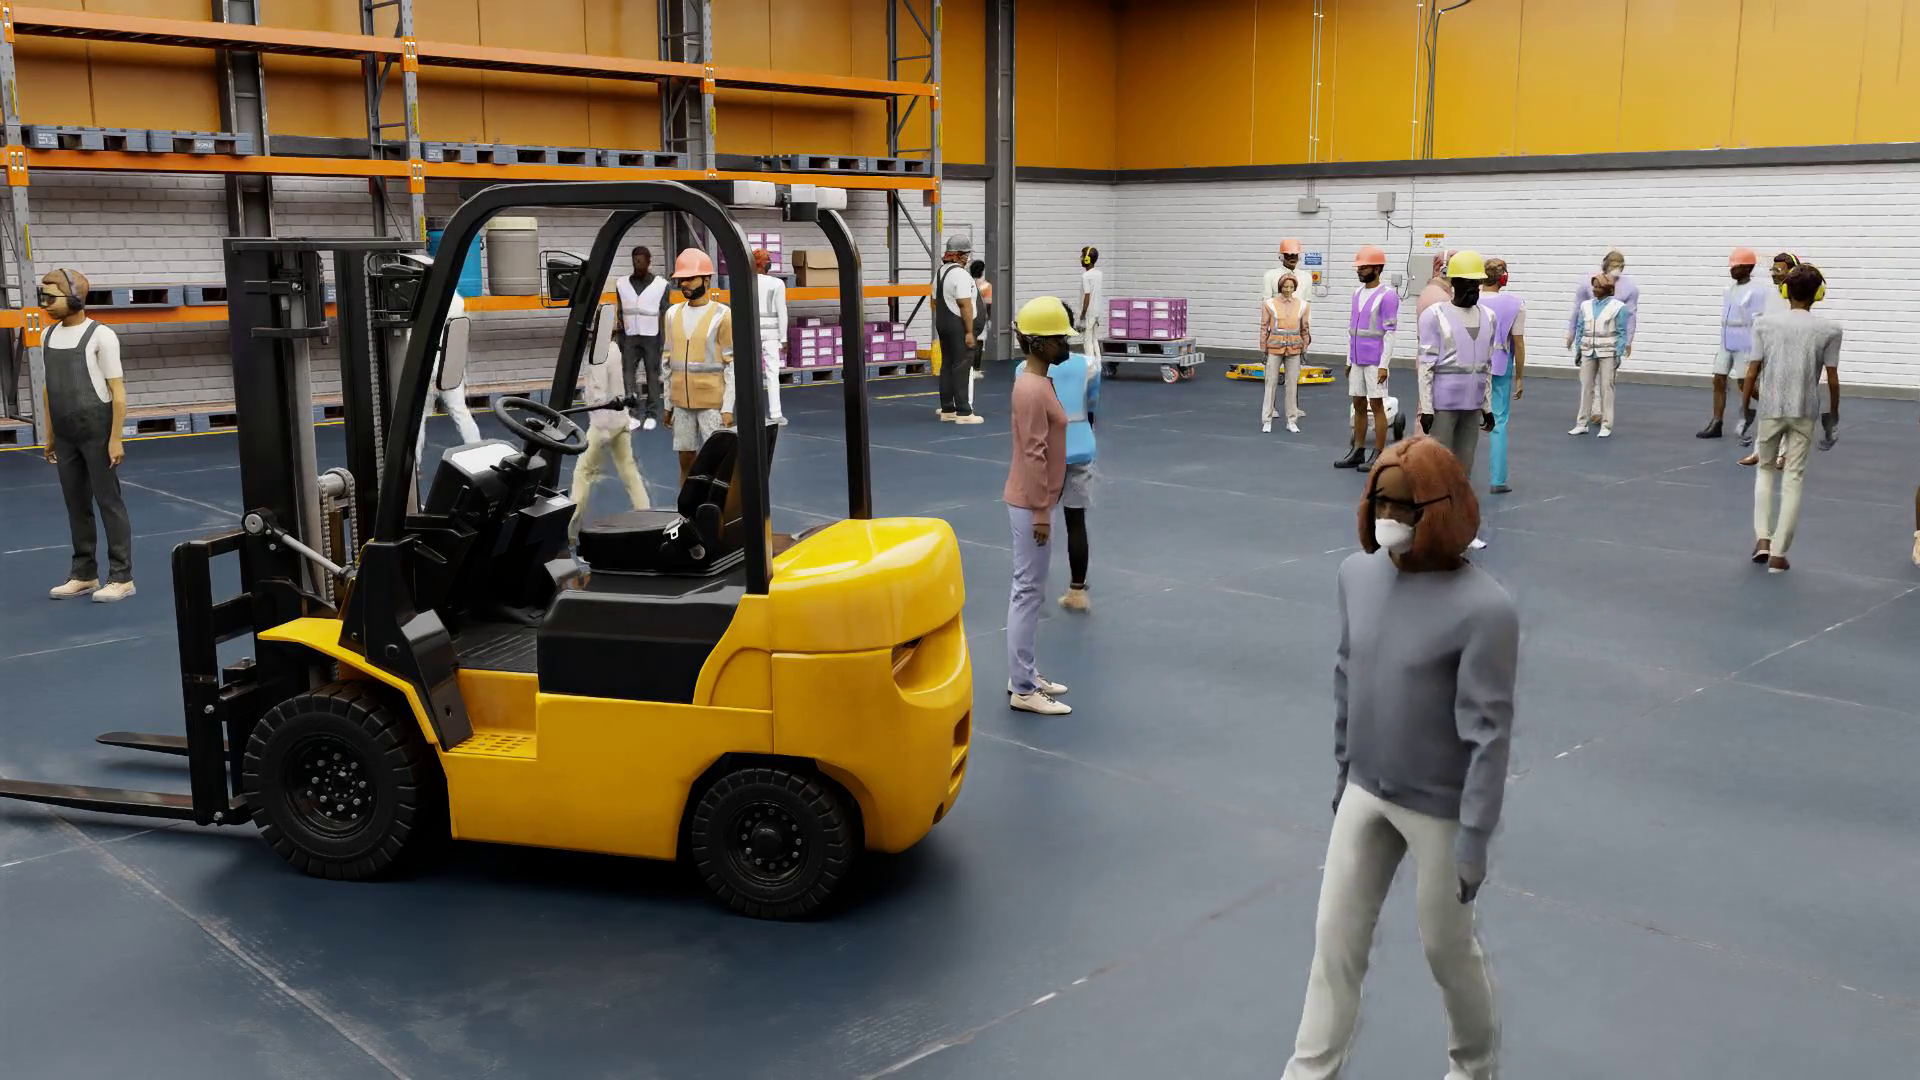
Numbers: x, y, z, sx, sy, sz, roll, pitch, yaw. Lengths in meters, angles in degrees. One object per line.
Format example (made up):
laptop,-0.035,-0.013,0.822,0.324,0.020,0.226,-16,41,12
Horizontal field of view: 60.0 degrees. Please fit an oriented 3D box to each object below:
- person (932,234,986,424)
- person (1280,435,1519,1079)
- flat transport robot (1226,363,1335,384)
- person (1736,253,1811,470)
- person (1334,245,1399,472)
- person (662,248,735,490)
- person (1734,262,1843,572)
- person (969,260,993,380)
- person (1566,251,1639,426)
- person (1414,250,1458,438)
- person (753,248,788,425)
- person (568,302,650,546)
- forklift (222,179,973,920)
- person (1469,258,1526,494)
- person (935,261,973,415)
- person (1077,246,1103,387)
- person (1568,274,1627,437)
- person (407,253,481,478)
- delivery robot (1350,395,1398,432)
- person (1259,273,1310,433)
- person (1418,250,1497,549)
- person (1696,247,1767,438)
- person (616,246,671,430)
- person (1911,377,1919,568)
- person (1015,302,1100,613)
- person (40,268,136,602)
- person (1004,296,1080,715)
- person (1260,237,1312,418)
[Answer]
person,0.013,-2.283,17.994,0.538,2.000,0.683,-5,12,-27
person,0.947,0.577,3.588,0.632,1.610,0.522,-7,12,-33
flat transport robot,4.420,-2.311,22.974,0.652,0.197,1.431,-7,13,-35
person,7.093,-1.544,14.426,0.328,1.873,0.520,-4,11,-22
person,3.496,-1.551,14.286,0.361,1.938,0.546,-5,12,-26
person,-1.682,-0.892,10.690,0.543,1.939,0.355,4,11,22
person,5.022,-0.740,10.076,0.565,1.853,0.543,6,12,30
person,0.200,-3.088,23.349,0.539,1.682,0.385,6,12,32
person,6.927,-2.182,17.964,0.653,1.866,1.054,1,10,7
person,3.842,-1.355,13.299,0.402,1.906,0.652,2,11,10
person,-2.107,-2.148,17.688,0.575,1.881,0.356,2,11,13
person,-2.357,-0.718,10.681,0.825,1.598,0.520,1,10,7
forklift,-1.114,-0.058,5.440,2.313,2.155,1.214,2,11,13
person,4.128,-1.279,13.050,0.565,1.846,0.390,6,12,28
person,-0.052,-2.284,18.548,0.429,1.839,0.634,-5,12,-26
person,1.710,-2.953,22.099,0.328,1.876,0.509,5,12,27
person,6.438,-1.852,16.746,0.315,1.636,0.513,-9,14,-40
person,-4.278,-1.397,13.618,1.043,1.893,0.630,9,14,40
delivery robot,4.060,-1.274,16.289,0.477,0.478,0.707,5,11,24
person,3.329,-1.918,17.106,0.511,1.638,0.308,0,10,-1
person,3.200,-0.887,10.689,0.587,1.927,0.367,-5,11,-25
person,7.826,-1.956,16.573,0.831,1.915,0.548,-3,11,-14
person,-3.308,-2.076,17.222,0.606,1.898,0.721,1,10,8
person,6.114,-0.825,10.052,0.608,2.039,0.395,1,10,3
person,0.499,-0.450,8.999,0.546,1.679,0.593,-4,11,-22
person,-4.851,-0.572,9.201,0.516,1.842,0.329,3,11,17
person,0.345,-0.148,7.102,0.311,1.768,0.531,0,10,2
person,3.637,-2.355,18.514,0.611,1.995,0.380,-3,11,-17
